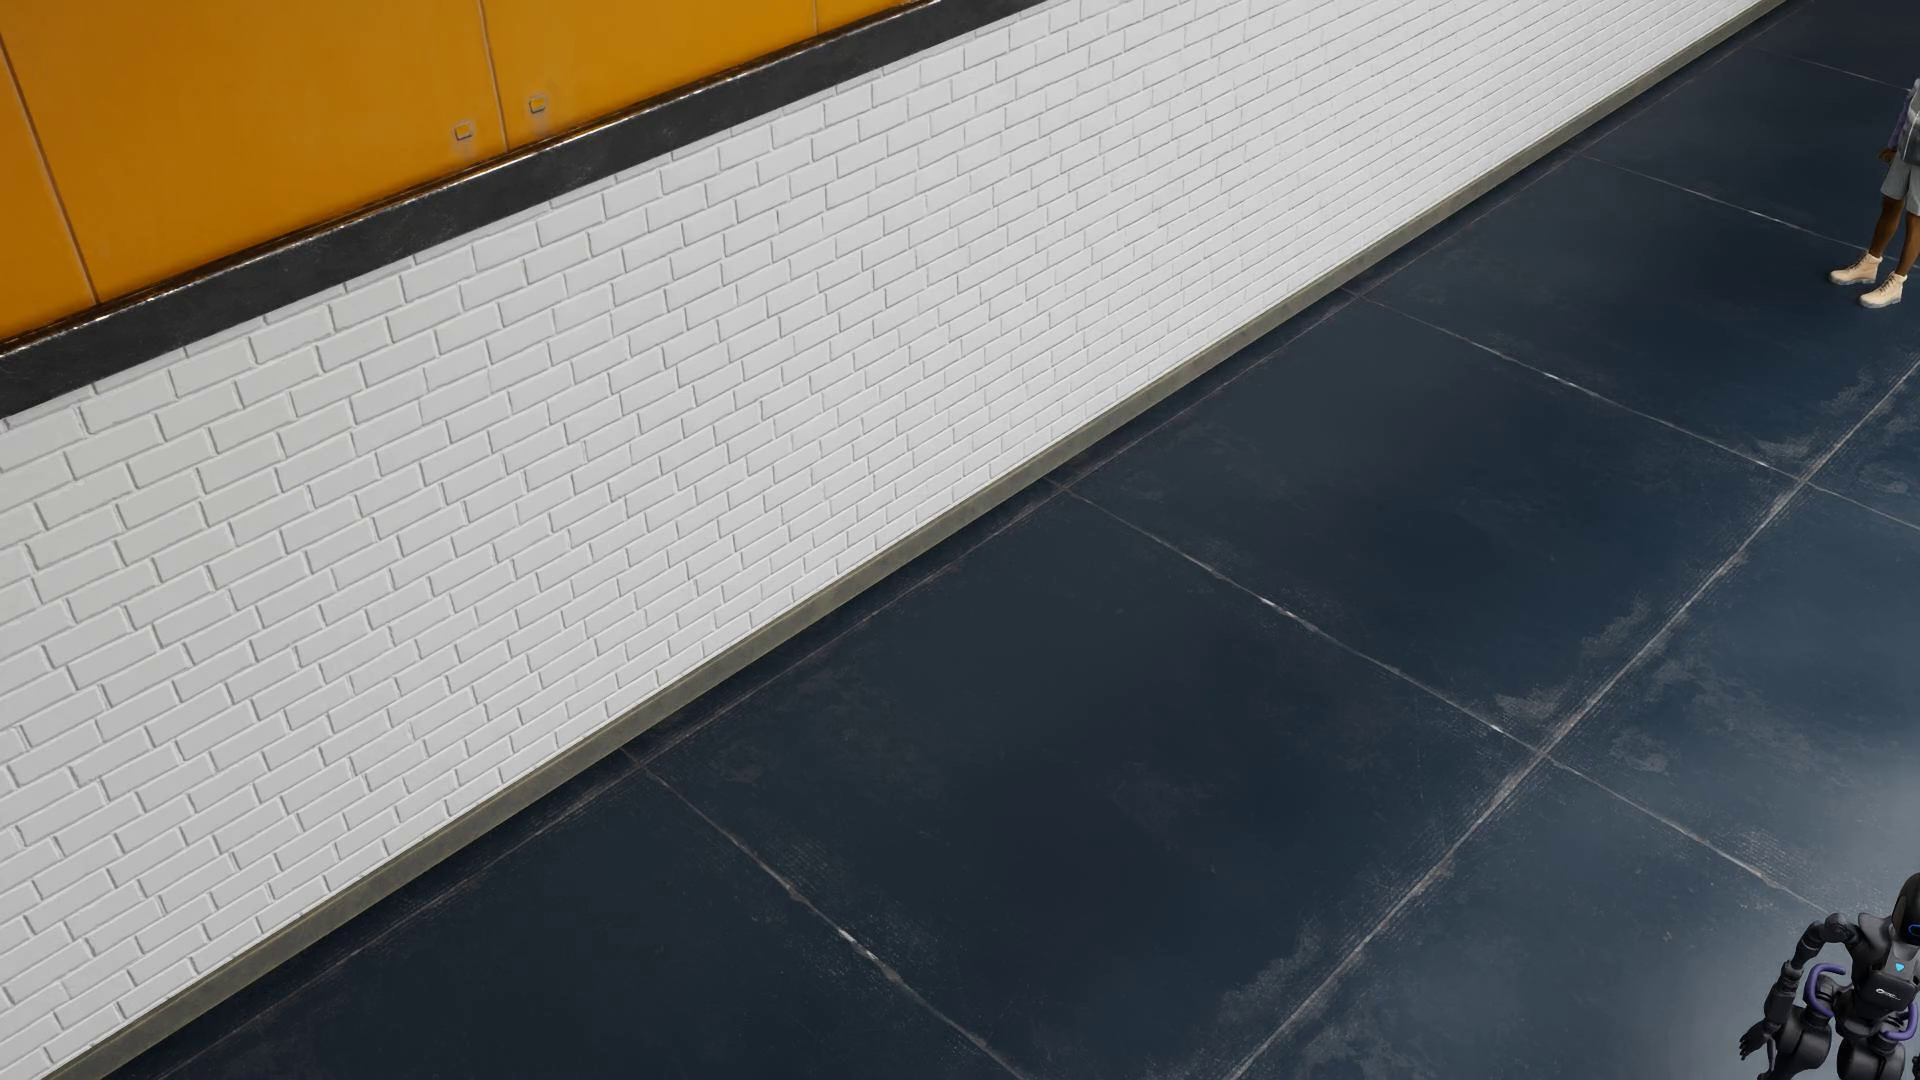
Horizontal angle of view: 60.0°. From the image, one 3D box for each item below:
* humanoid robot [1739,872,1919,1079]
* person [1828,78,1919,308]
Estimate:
[{"bbox_3d":[3.020,1.701,5.654,0.599,1.657,0.315,17,42,20],"label":"humanoid robot"},{"bbox_3d":[6.106,-2.446,10.559,0.375,2.045,0.605,-7,39,-8],"label":"person"}]
